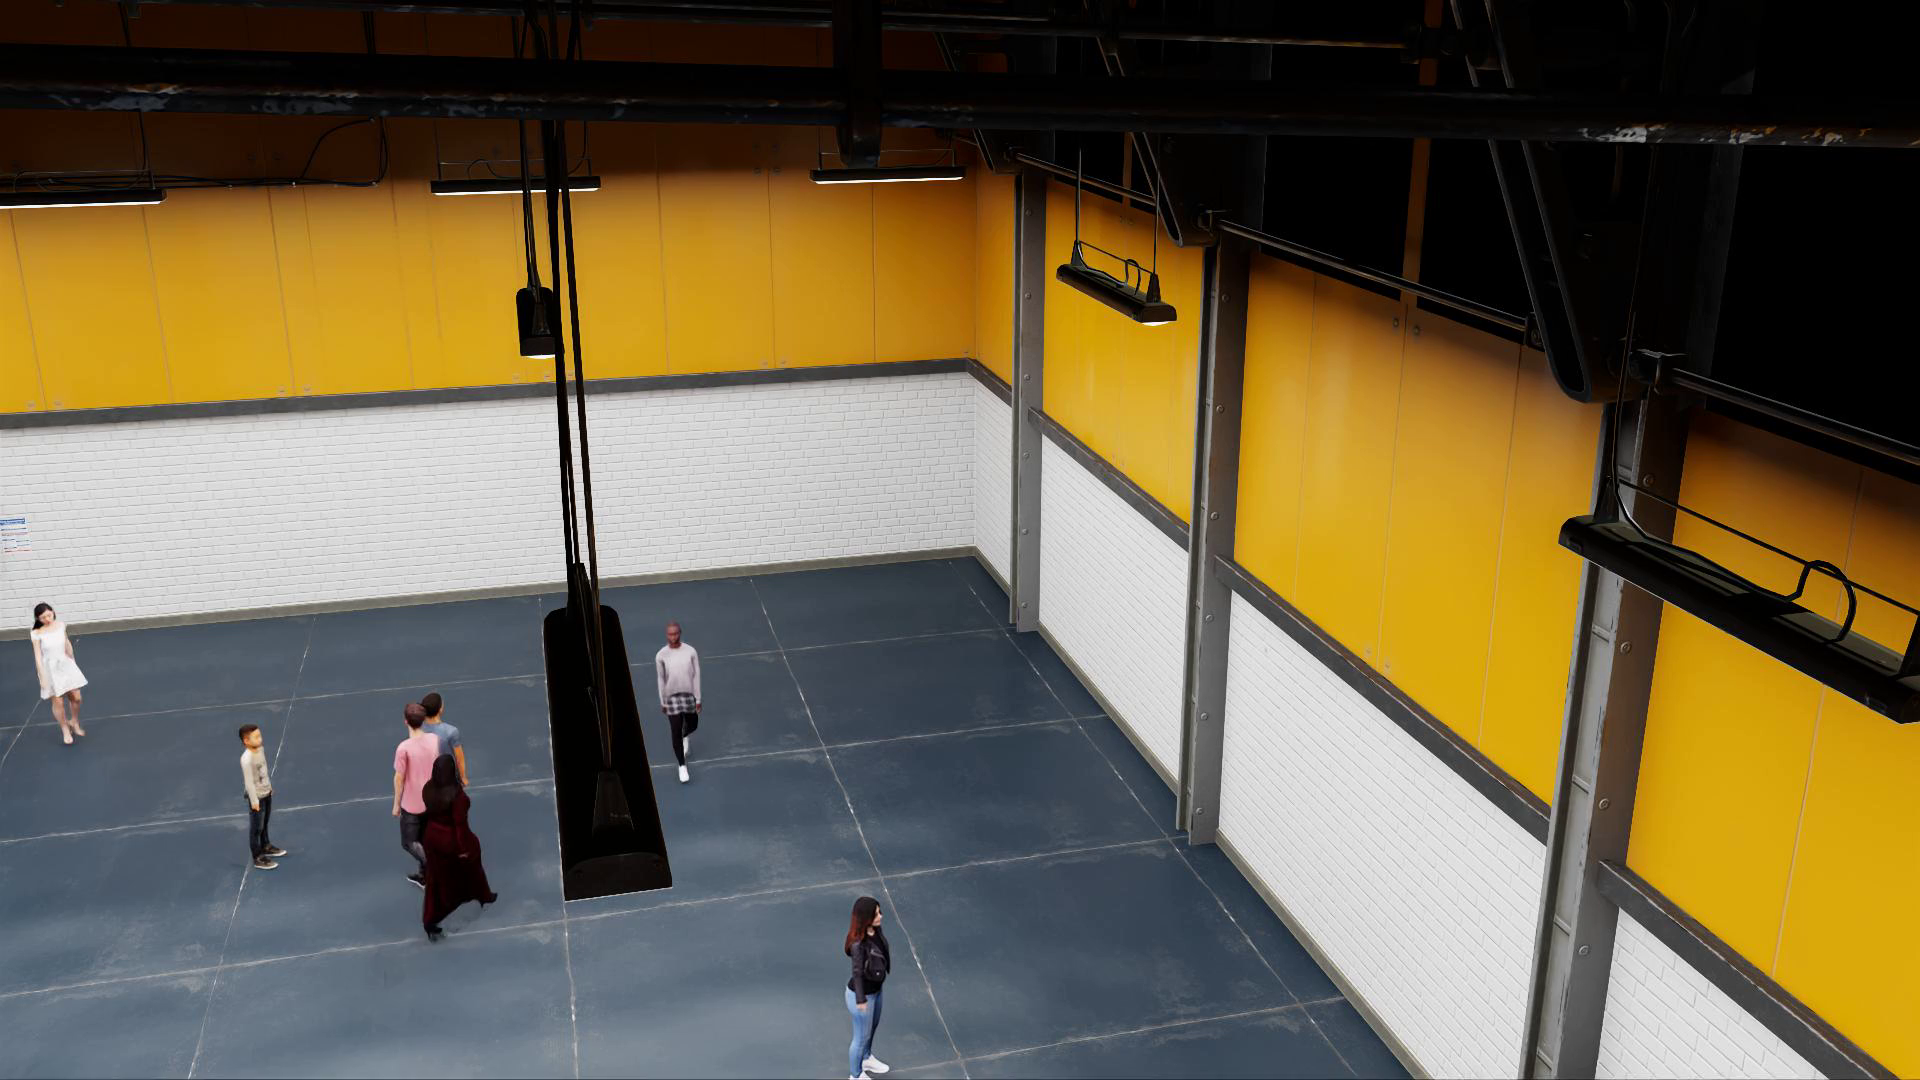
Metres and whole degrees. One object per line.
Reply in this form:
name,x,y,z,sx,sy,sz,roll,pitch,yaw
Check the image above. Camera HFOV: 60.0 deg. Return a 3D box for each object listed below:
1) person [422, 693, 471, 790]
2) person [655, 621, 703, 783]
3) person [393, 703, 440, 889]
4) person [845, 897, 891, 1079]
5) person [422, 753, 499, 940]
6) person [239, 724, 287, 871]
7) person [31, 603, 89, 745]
person,-5.052,2.335,16.192,0.727,1.810,0.687,3,19,8
person,-3.053,1.701,18.159,0.649,1.758,1.030,-6,19,-16
person,-5.023,2.468,15.589,1.102,1.943,1.037,9,21,26
person,-0.734,3.519,12.959,0.769,1.630,0.671,6,20,17
person,-4.673,2.790,15.003,1.075,1.707,1.179,8,20,23
person,-6.880,2.486,16.290,0.662,1.463,0.505,0,19,-1
person,-10.194,1.513,18.731,0.843,1.747,0.792,10,21,27
